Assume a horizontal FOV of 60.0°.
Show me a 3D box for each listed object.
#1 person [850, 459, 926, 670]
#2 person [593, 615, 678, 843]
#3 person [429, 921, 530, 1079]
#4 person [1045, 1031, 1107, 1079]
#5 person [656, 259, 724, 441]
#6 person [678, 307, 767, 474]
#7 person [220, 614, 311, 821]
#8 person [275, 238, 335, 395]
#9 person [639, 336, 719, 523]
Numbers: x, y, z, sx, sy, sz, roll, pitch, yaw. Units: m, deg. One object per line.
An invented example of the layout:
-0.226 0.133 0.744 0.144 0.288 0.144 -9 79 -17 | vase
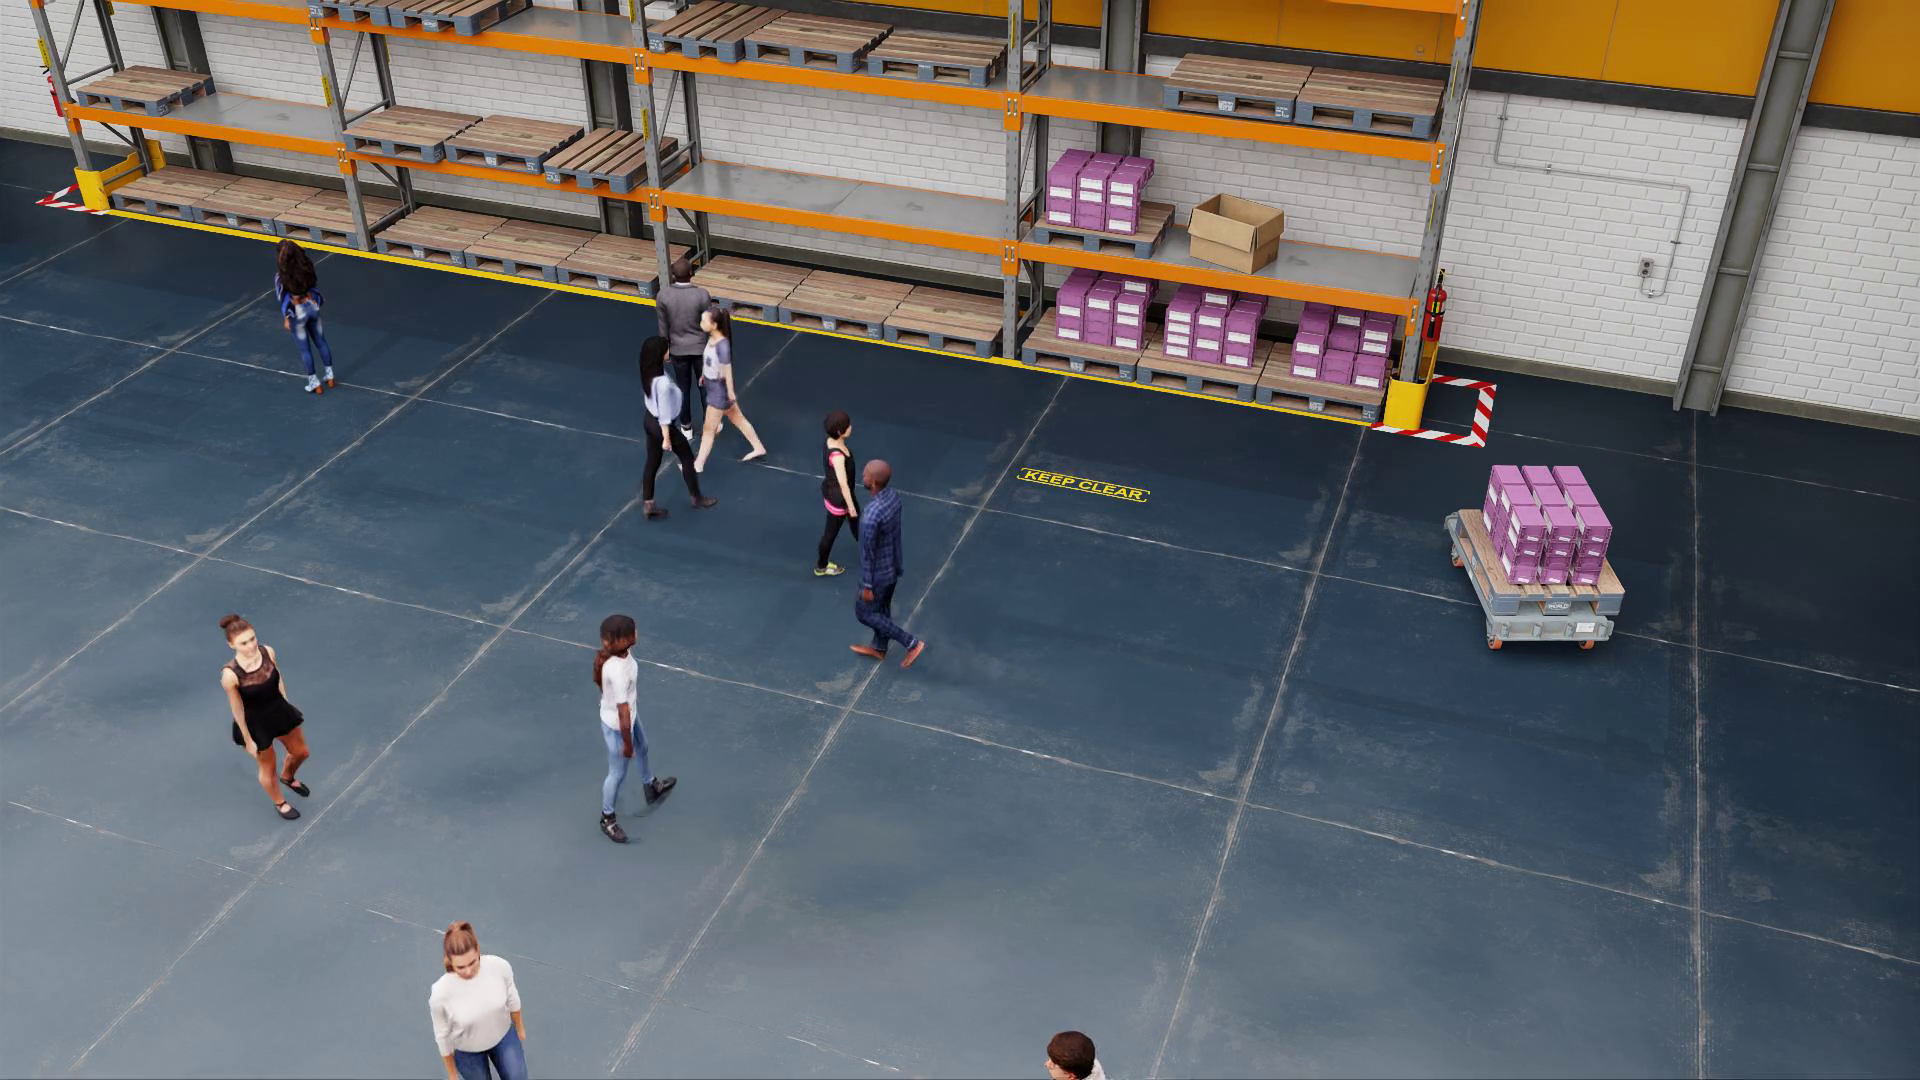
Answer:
-0.532 0.212 12.485 0.856 1.807 0.664 11 35 16 | person
-2.283 1.231 11.043 0.930 1.709 0.874 -2 34 -3 | person
-2.574 2.648 8.914 0.771 1.705 0.826 -16 37 -23 | person
0.659 3.071 8.157 0.719 1.837 0.724 6 34 9 | person
-2.504 -1.764 15.449 0.669 1.818 0.847 0 34 1 | person
-2.072 -1.357 15.028 1.133 1.606 0.965 -8 34 -11 | person
-4.715 1.177 11.163 0.689 1.666 0.658 20 39 28 | person
-6.433 -2.206 16.299 0.644 1.614 0.666 23 40 30 | person
-2.644 -0.910 14.253 1.011 1.720 0.981 -20 38 -27 | person
